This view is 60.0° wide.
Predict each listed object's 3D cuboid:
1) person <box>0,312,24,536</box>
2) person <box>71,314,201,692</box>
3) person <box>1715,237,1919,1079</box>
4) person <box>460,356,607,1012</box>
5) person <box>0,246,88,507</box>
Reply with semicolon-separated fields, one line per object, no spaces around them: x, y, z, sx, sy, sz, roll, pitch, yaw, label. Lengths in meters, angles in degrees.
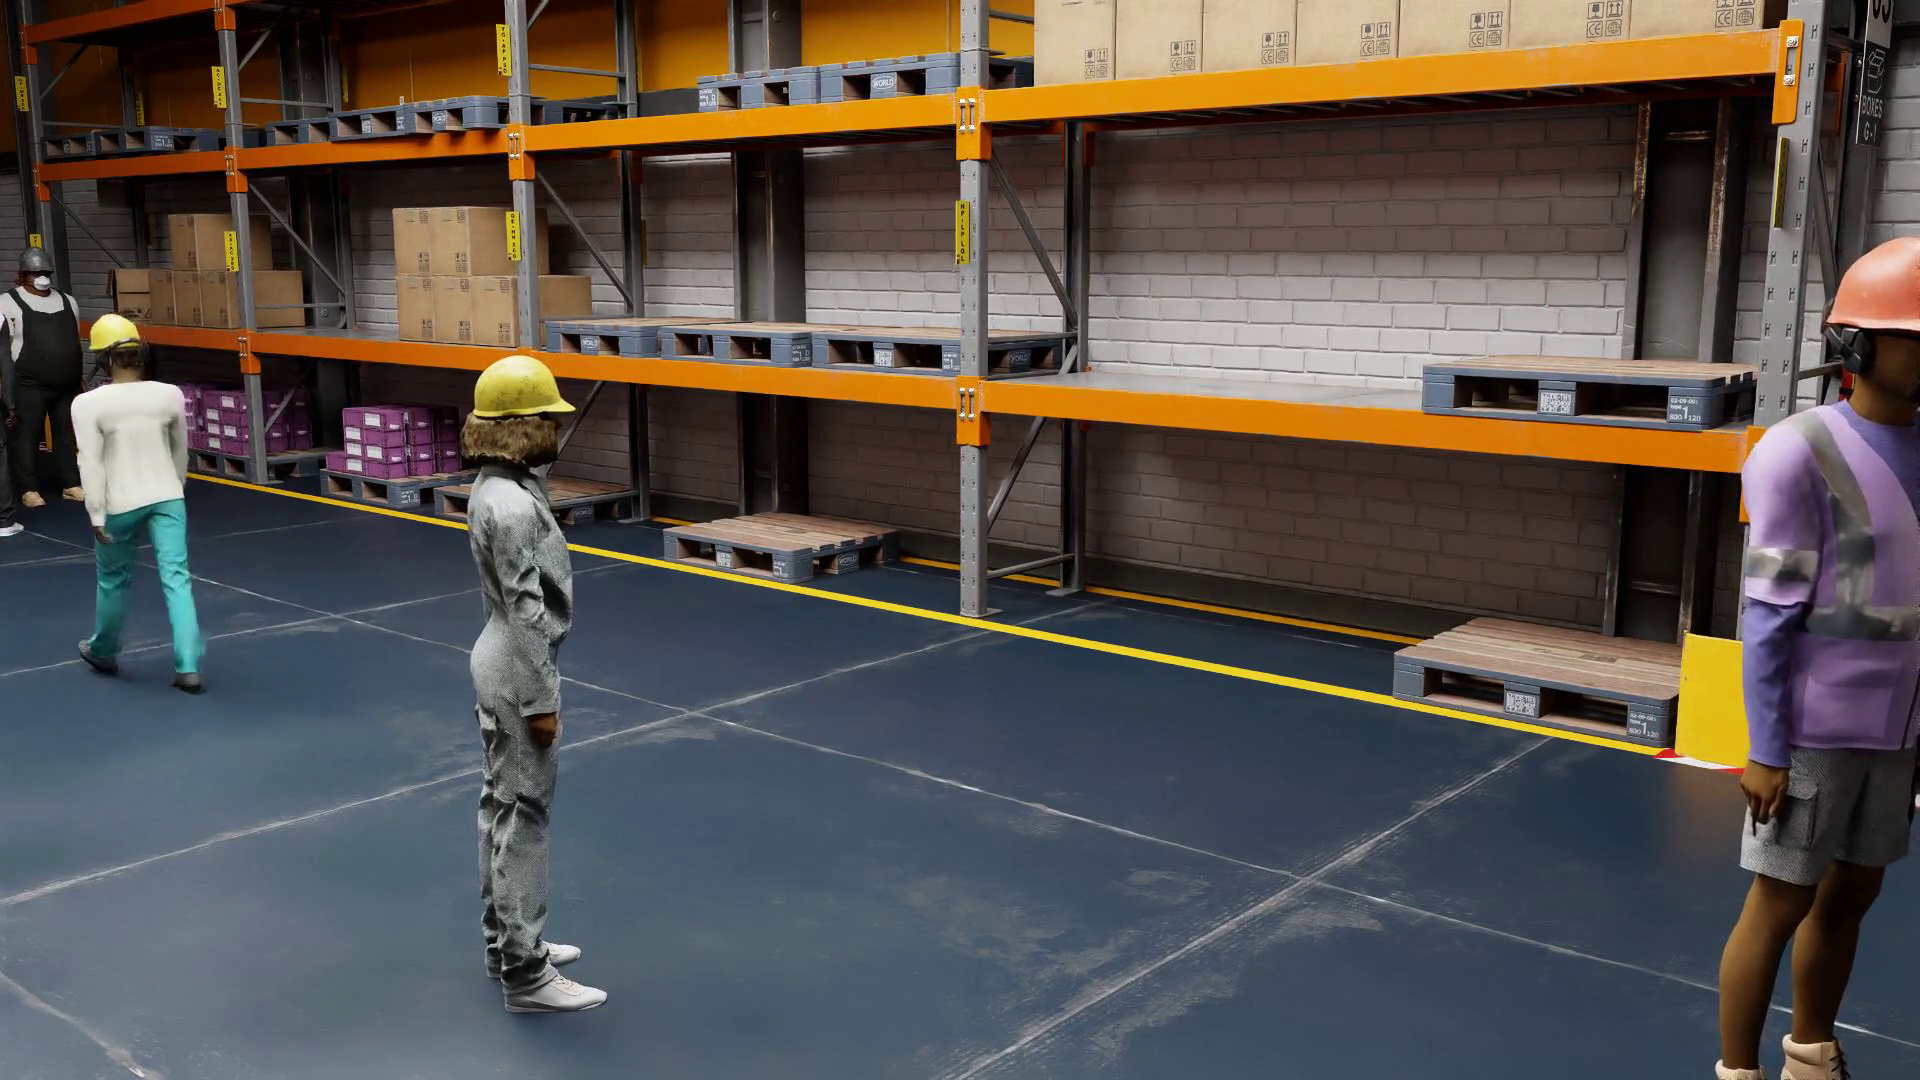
-6.908;-0.958;11.595;0.590;1.916;0.398;-4;11;-23;person
-3.818;-0.174;7.695;0.918;1.719;0.529;10;14;44;person
1.932;0.387;3.571;0.611;2.042;0.396;-5;11;-25;person
-1.153;0.382;4.454;0.294;1.744;0.484;-4;11;-23;person
-7.196;-1.291;13.129;0.536;2.000;0.688;6;12;32;person
